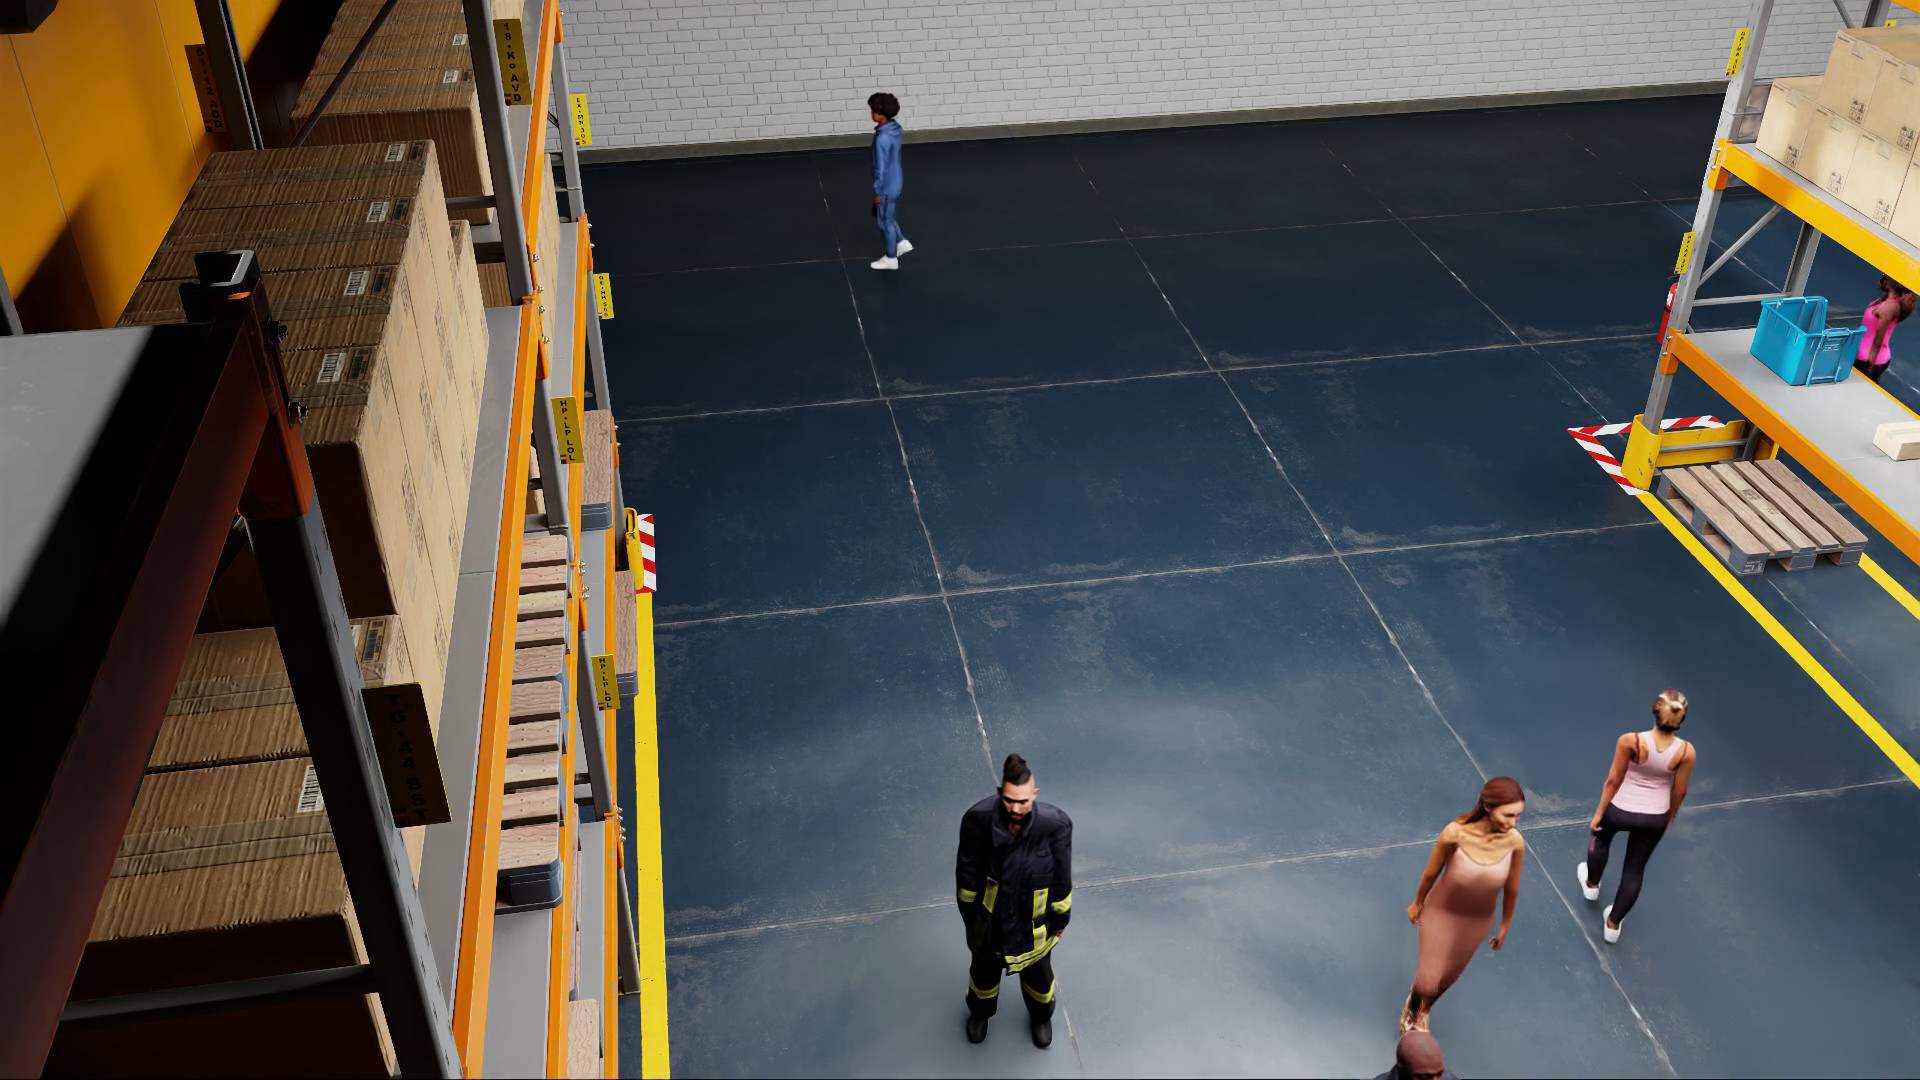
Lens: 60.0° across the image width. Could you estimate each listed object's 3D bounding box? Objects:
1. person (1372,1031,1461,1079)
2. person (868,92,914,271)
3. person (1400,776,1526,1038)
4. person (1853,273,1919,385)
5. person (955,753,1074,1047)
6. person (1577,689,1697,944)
[{"bbox_3d":[1.745,2.661,7.018,0.769,1.807,0.982,-9,35,-13],"label":"person"},{"bbox_3d":[-0.641,-3.502,16.301,0.845,1.795,0.733,6,34,8],"label":"person"},{"bbox_3d":[2.474,1.809,8.297,0.694,1.811,0.682,4,34,6],"label":"person"},{"bbox_3d":[7.302,-1.373,13.184,1.071,1.700,0.943,25,41,33],"label":"person"},{"bbox_3d":[0.273,1.785,8.289,0.818,1.859,0.789,3,34,5],"label":"person"},{"bbox_3d":[3.623,1.514,8.901,0.780,1.633,0.885,9,35,14],"label":"person"}]
